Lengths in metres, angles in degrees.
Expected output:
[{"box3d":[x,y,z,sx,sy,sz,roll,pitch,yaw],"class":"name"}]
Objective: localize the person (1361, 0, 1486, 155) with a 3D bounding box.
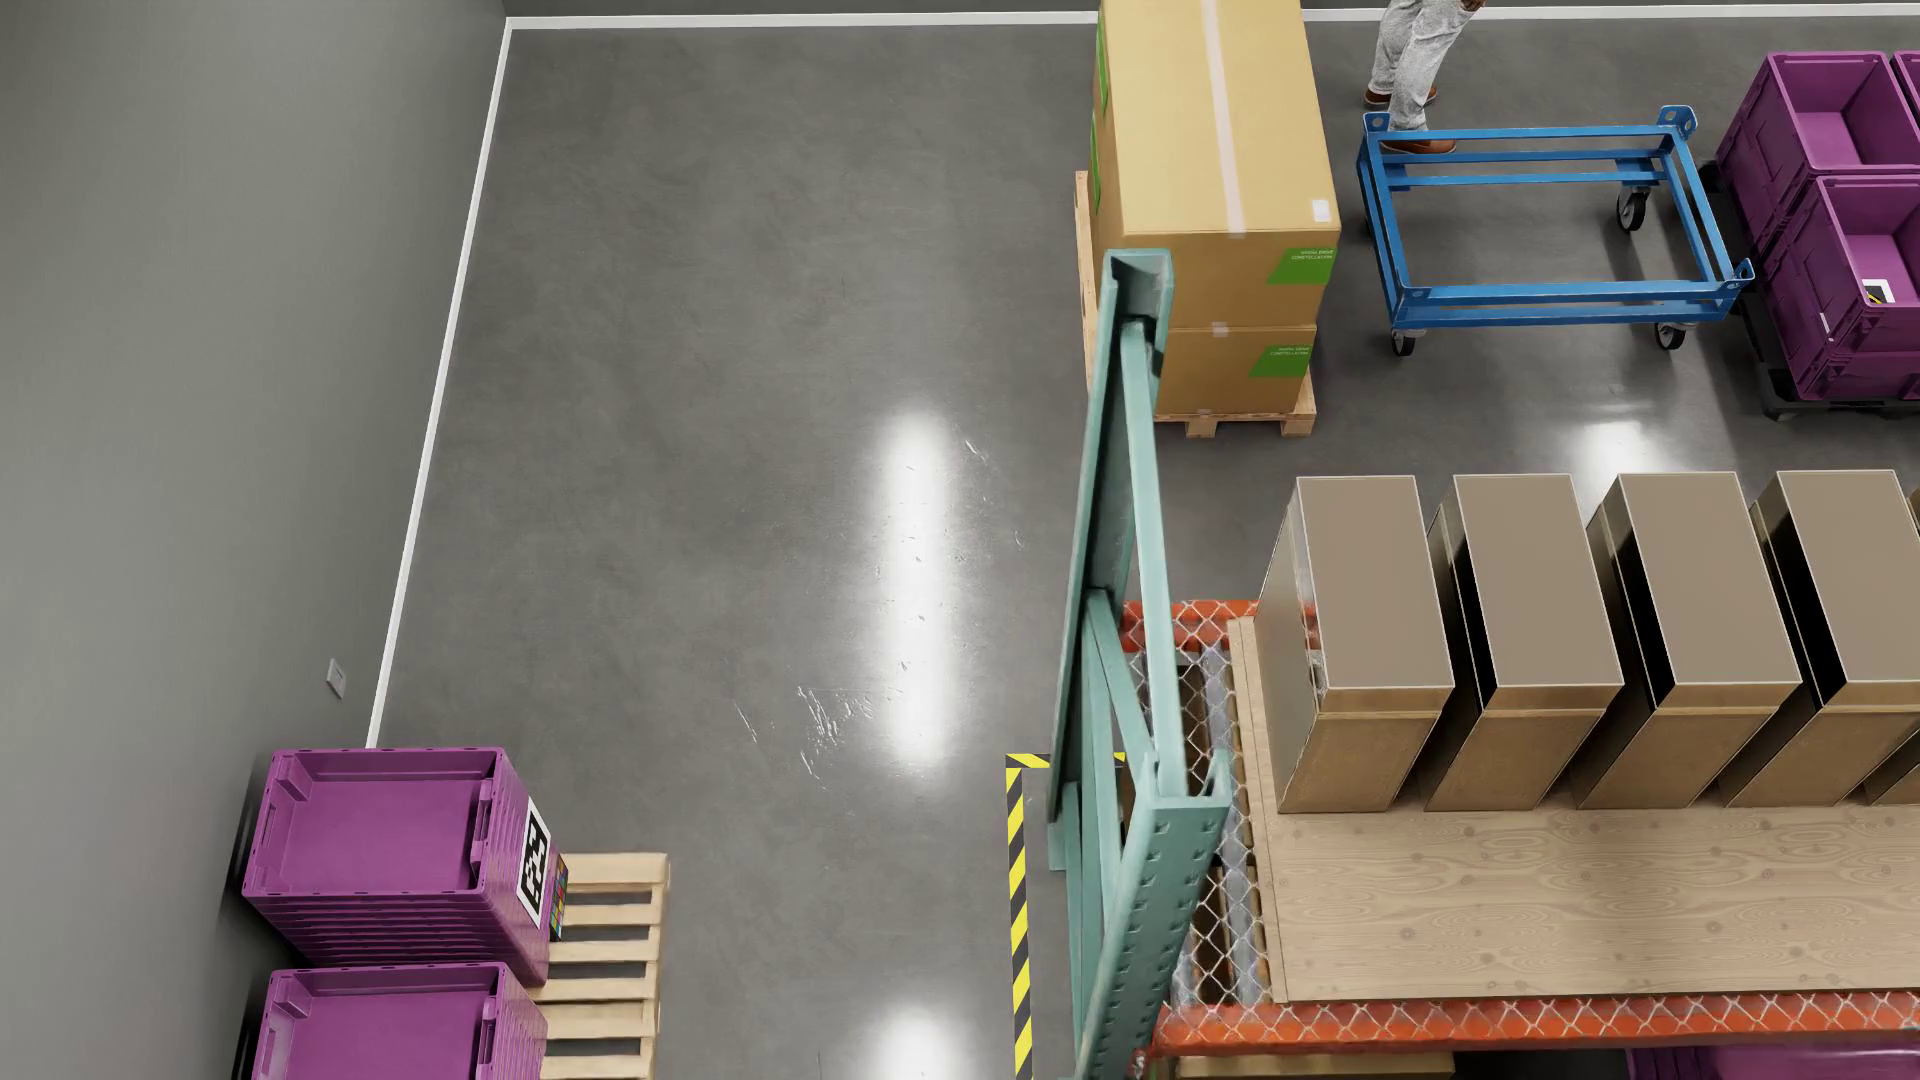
[{"box3d":[1.834,-2.244,6.078,0.353,1.937,0.635,-3,58,-2],"class":"person"}]
